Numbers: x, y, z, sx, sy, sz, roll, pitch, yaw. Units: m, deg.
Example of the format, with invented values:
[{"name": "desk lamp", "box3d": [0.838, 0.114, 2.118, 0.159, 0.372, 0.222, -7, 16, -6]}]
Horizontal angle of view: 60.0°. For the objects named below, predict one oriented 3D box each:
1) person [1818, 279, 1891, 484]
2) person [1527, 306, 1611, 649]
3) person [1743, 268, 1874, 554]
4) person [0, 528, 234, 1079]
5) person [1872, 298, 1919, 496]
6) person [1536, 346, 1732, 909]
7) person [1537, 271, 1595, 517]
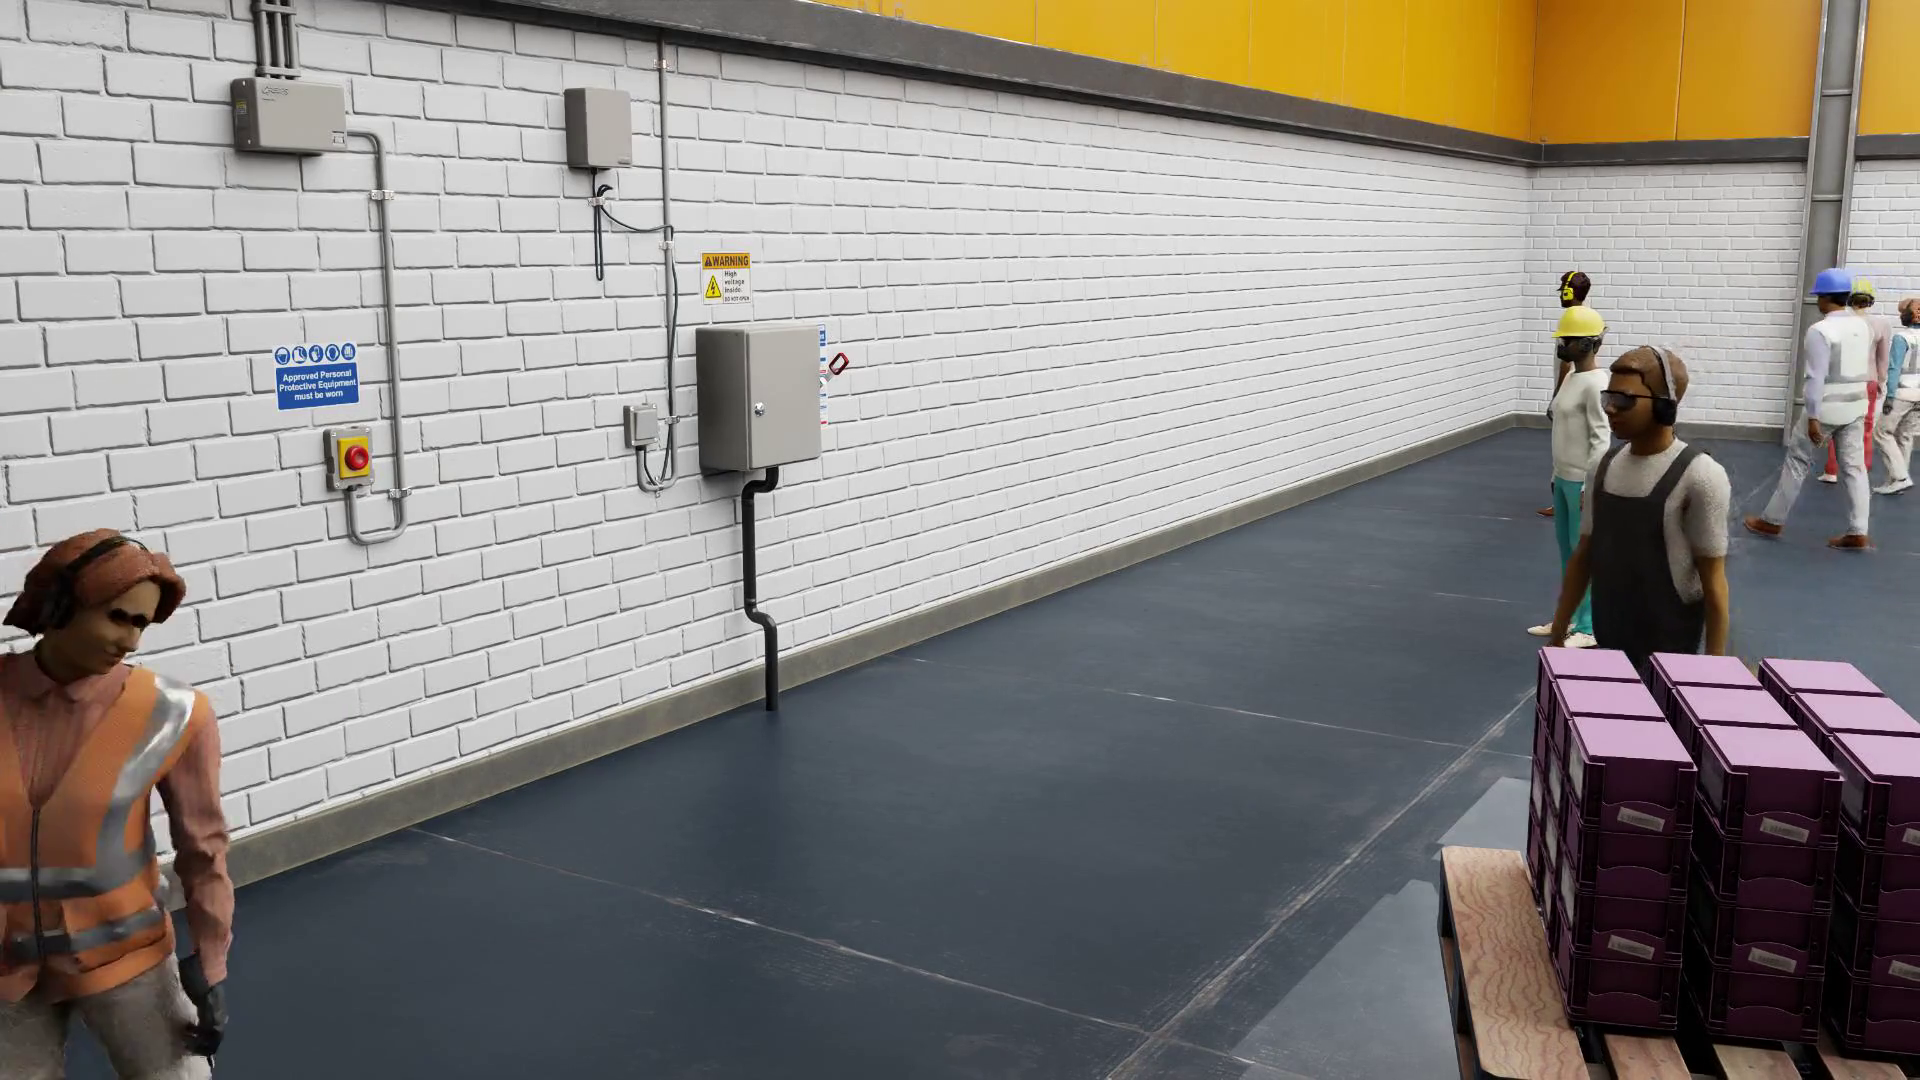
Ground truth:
[{"name": "person", "box3d": [7.699, -1.355, 14.342, 0.525, 1.769, 0.315, 2, 10, 12]}, {"name": "person", "box3d": [3.161, -0.316, 8.583, 0.317, 1.767, 0.535, 0, 10, 2]}, {"name": "person", "box3d": [5.888, -0.895, 11.399, 0.627, 1.904, 0.964, -4, 11, -22]}, {"name": "person", "box3d": [-1.565, 0.780, 2.977, 0.606, 1.614, 0.341, -3, 11, -15]}, {"name": "person", "box3d": [7.713, -1.158, 13.609, 0.561, 1.631, 0.393, -6, 12, -32]}, {"name": "person", "box3d": [1.966, 0.321, 4.976, 0.984, 1.787, 0.528, -3, 11, -17]}, {"name": "person", "box3d": [4.641, -1.100, 12.638, 0.533, 1.868, 0.310, -9, 14, -41]}]
